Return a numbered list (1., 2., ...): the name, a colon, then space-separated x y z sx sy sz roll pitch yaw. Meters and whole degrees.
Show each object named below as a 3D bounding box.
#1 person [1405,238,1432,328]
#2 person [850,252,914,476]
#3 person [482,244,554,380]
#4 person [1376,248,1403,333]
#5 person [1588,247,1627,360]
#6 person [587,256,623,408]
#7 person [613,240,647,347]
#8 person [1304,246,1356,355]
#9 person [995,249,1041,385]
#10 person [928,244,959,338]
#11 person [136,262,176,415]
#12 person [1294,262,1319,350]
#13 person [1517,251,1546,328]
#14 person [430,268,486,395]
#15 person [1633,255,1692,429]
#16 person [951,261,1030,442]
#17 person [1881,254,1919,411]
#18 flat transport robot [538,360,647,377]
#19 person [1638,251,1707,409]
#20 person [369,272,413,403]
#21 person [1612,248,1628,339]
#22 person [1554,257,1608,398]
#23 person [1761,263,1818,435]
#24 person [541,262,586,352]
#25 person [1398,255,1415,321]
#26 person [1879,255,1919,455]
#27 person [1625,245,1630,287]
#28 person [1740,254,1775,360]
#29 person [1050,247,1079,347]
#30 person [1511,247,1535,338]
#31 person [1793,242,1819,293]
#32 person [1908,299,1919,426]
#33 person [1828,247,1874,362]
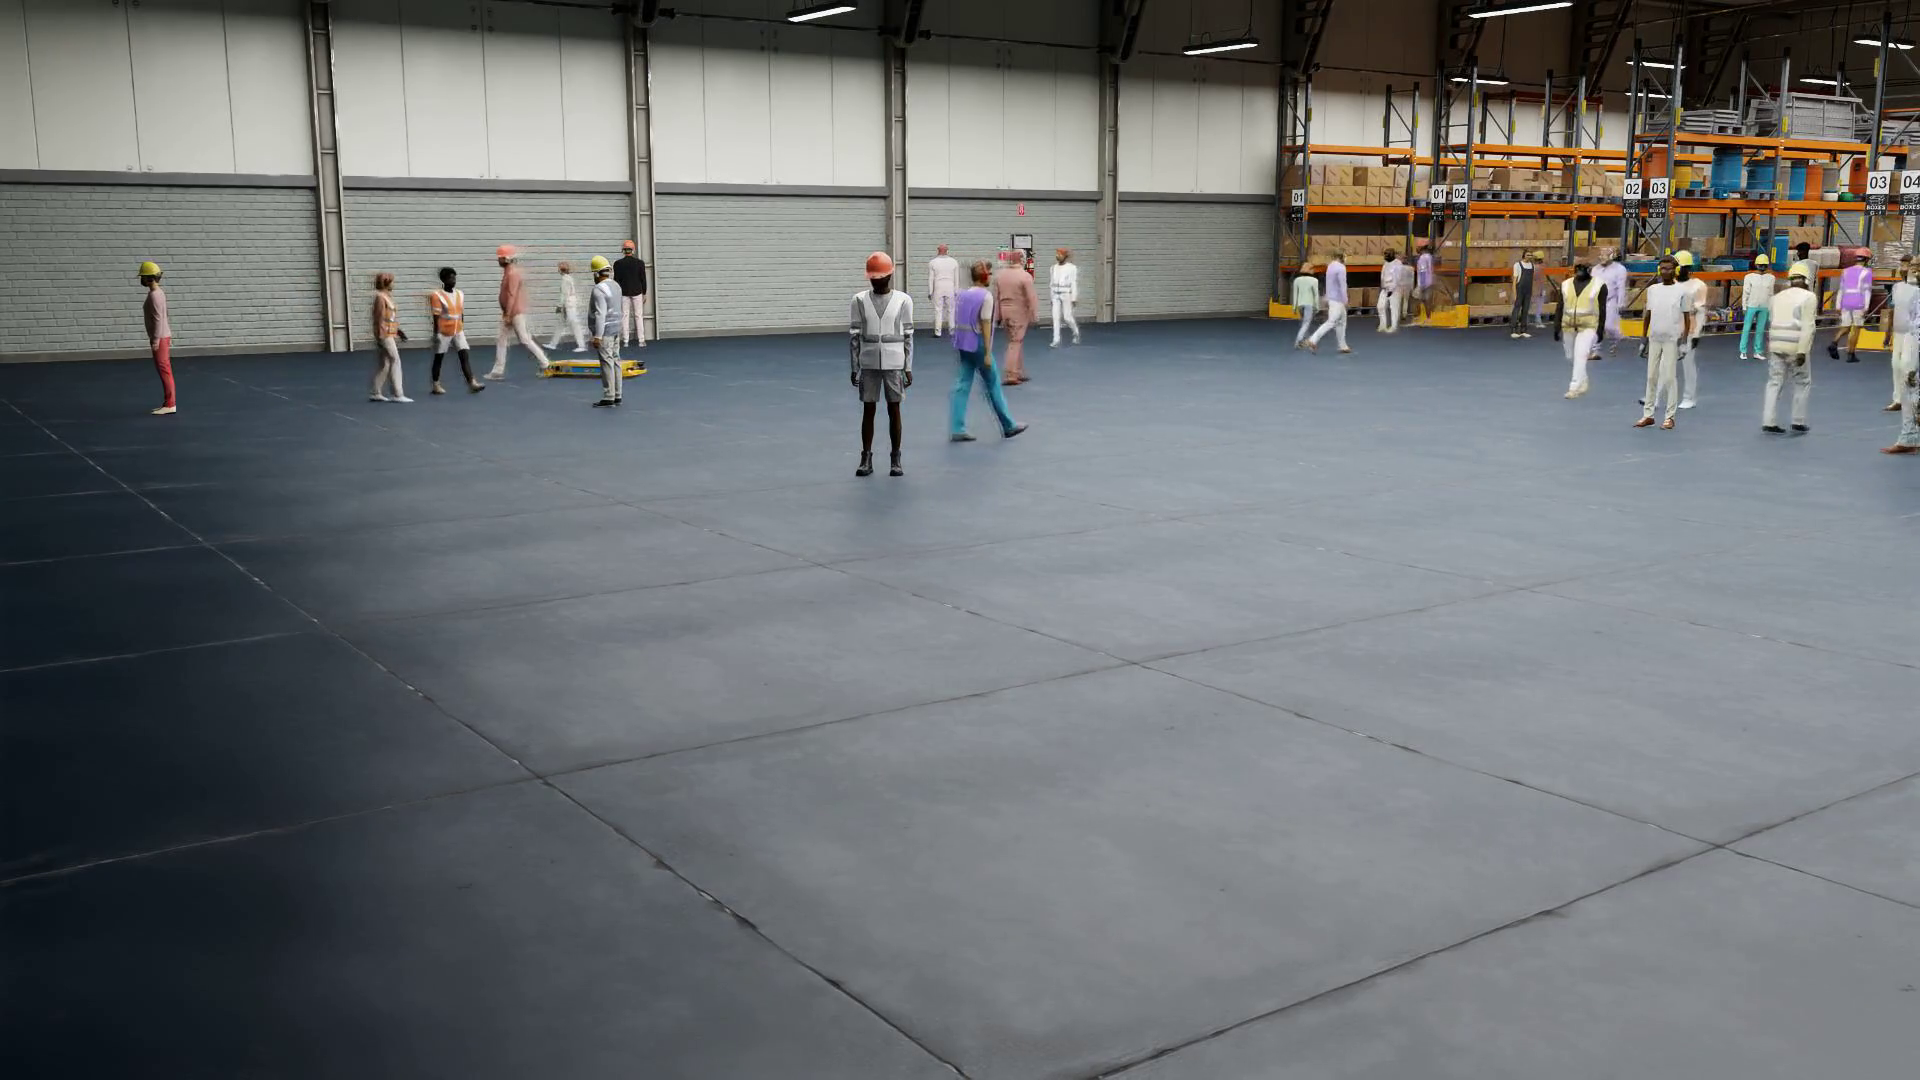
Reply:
1. person: 10.427 -5.819 37.742 0.741 2.012 0.620 6 12 30
2. person: -0.676 -1.501 14.301 0.551 1.923 0.382 1 10 3
3. person: -6.407 -3.292 24.067 0.994 1.957 0.606 -5 12 -27
4. person: 9.186 -5.340 35.660 0.575 1.819 0.622 -4 11 -22
5. person: 10.762 -3.940 27.766 0.469 1.887 0.663 -9 14 -41
6. person: -4.295 -2.511 20.112 0.404 1.827 0.589 2 11 12
7. person: -6.186 -4.621 31.246 0.608 1.984 0.397 -1 10 -7
8. person: 6.478 -4.165 28.980 0.916 1.909 0.638 0 10 -3
9. person: 0.879 -3.108 23.230 0.824 1.875 0.680 -9 14 -41
10. person: -0.346 -5.080 33.974 0.638 1.911 0.402 -2 11 -11
11. person: -9.350 -2.341 19.344 0.319 1.767 0.534 -4 11 -21
12. person: 6.331 -4.296 30.506 0.776 1.606 0.513 -10 14 -43
13. person: 12.978 -5.674 37.703 0.684 1.750 0.527 -4 11 -19
14. person: -6.598 -2.697 21.603 0.880 1.646 0.548 8 13 36
15. person: 7.559 -2.122 17.870 0.316 1.867 0.532 -9 14 -40
16. person: 0.277 -1.902 16.813 0.907 1.804 0.594 -7 12 -33
17. person: 11.217 -2.437 19.635 0.472 1.859 0.511 -3 11 -15
18. flat transport robot: -5.412 -2.538 24.524 1.431 0.197 0.652 2 10 9
19. person: 8.511 -2.477 19.775 0.958 1.881 0.611 -8 13 -37
20. person: -7.158 -2.516 20.750 0.550 1.617 0.530 -3 11 -15
21. person: 13.182 -4.998 33.752 0.778 1.821 0.632 7 12 33
22. person: 8.019 -2.746 21.477 0.625 1.811 0.874 9 13 39
23. person: 8.643 -1.976 17.313 0.705 1.774 0.616 -4 11 -23
24. person: -7.114 -4.151 29.742 0.855 1.595 0.518 -2 10 -9
25. person: 10.857 -6.162 40.700 0.504 1.620 0.477 3 11 18
26. person: 9.178 -1.699 15.492 0.840 1.902 0.660 3 11 14
27. person: 17.825 -6.961 44.491 0.975 1.843 0.578 -8 13 -39
28. person: 13.397 -3.904 27.914 0.526 1.768 0.331 0 10 -1
29. person: 1.959 -4.560 31.254 0.587 1.862 0.741 7 13 34
30. person: 11.500 -5.035 33.918 0.505 1.839 0.349 -3 11 -18
31. person: 15.754 -4.588 31.129 0.603 1.961 0.368 -5 12 -27
32. person: 8.422 -1.472 14.185 0.567 1.911 0.690 4 11 21
33. person: 14.626 -3.848 27.260 0.650 1.904 0.552 -5 12 -28
